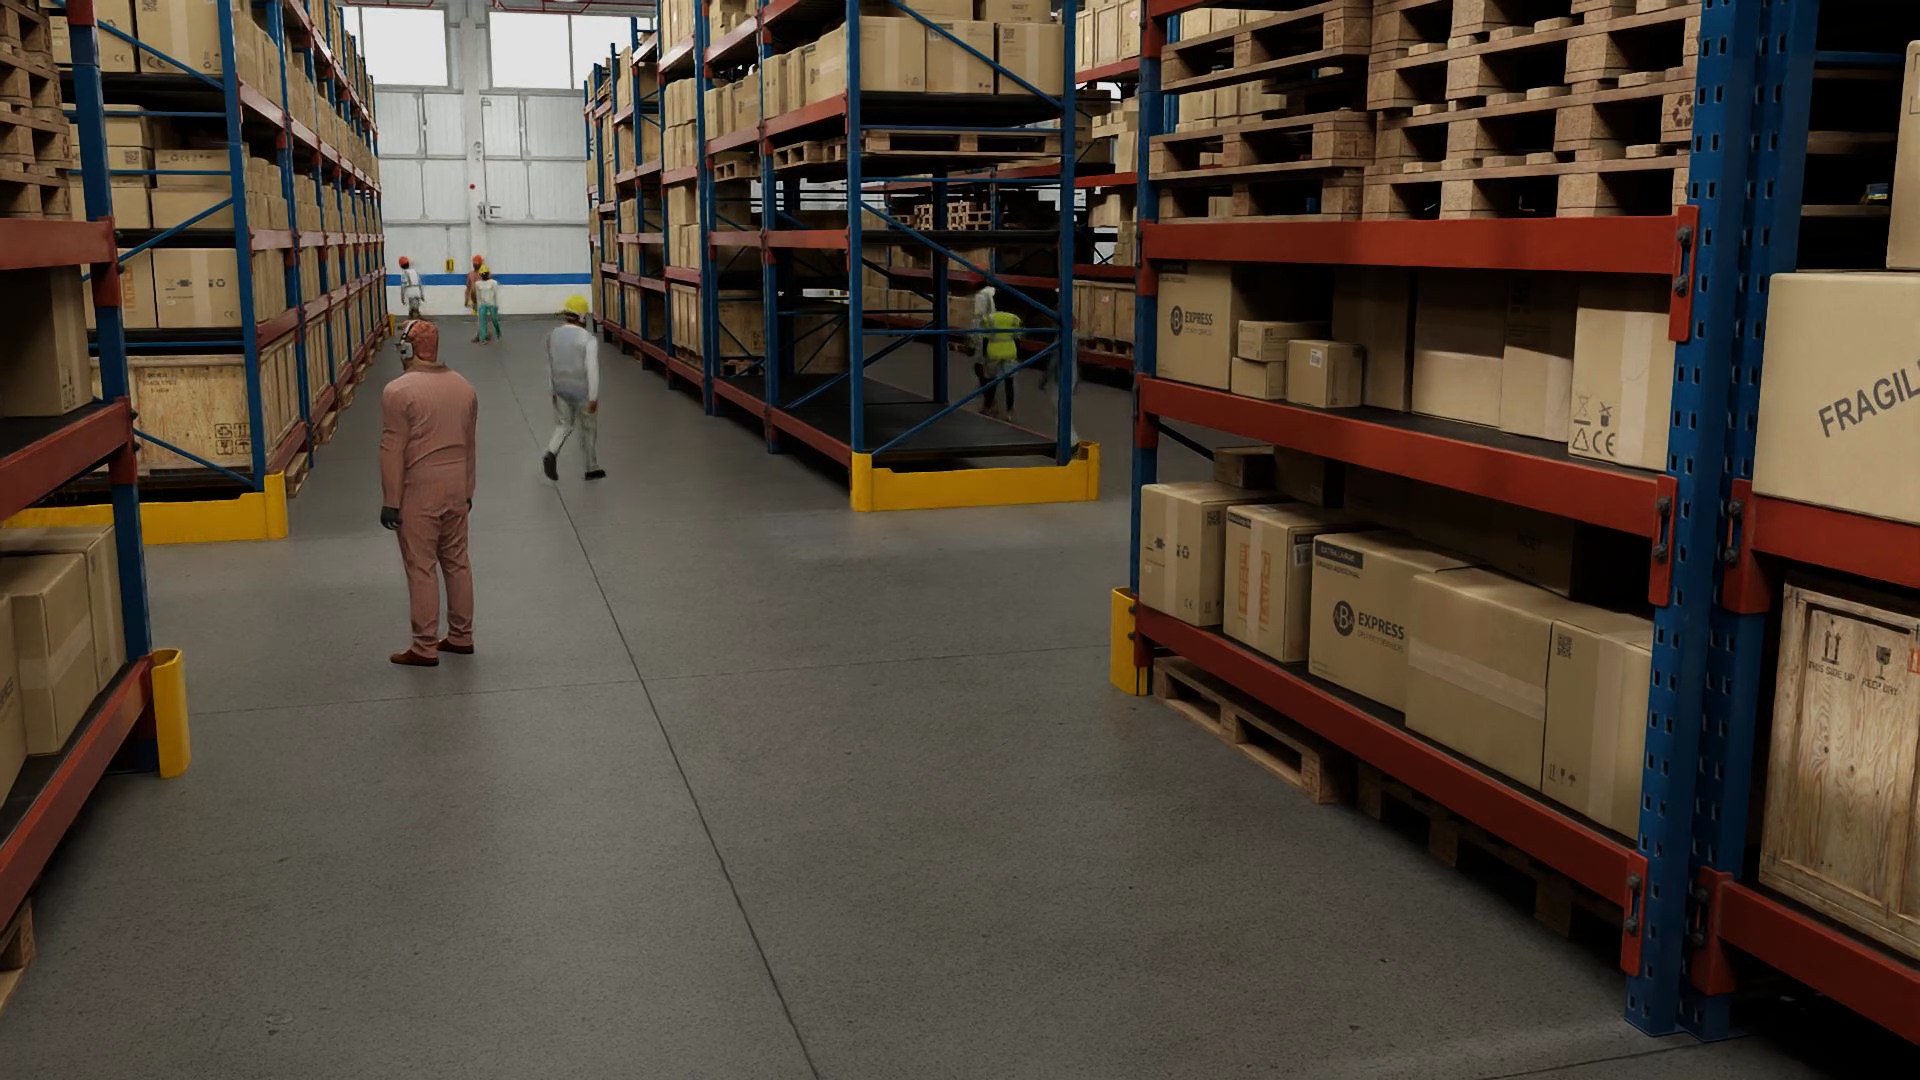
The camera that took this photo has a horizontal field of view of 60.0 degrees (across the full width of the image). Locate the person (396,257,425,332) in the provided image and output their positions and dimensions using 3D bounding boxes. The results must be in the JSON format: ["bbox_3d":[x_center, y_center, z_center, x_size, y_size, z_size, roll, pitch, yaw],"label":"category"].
[{"bbox_3d":[-13.295,-5.921,40.340,1.013,1.860,0.612,4,11,23],"label":"person"}]

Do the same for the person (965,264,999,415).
[{"bbox_3d":[0.350,-2.630,21.964,0.439,1.992,0.716,4,11,21],"label":"person"}]

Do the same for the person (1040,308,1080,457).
[{"bbox_3d":[1.124,-1.658,17.604,0.464,1.618,0.518,4,11,22],"label":"person"}]

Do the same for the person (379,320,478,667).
[{"bbox_3d":[-2.949,-0.261,9.201,0.400,1.901,0.643,5,11,25],"label":"person"}]

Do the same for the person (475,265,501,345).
[{"bbox_3d":[-10.360,-5.181,36.594,0.526,1.751,0.690,1,10,3],"label":"person"}]

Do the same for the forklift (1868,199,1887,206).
[{"bbox_3d":[11.338,-2.915,21.052,1.129,2.768,1.873,-3,11,-17],"label":"forklift"}]

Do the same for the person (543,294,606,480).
[{"bbox_3d":[-3.706,-1.442,15.910,0.603,1.810,0.704,4,11,21],"label":"person"}]

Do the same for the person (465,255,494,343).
[{"bbox_3d":[-10.746,-5.418,37.341,0.623,1.960,0.973,4,11,20],"label":"person"}]

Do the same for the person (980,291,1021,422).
[{"bbox_3d":[0.510,-2.365,21.398,0.541,1.650,0.837,-2,11,-12],"label":"person"}]
